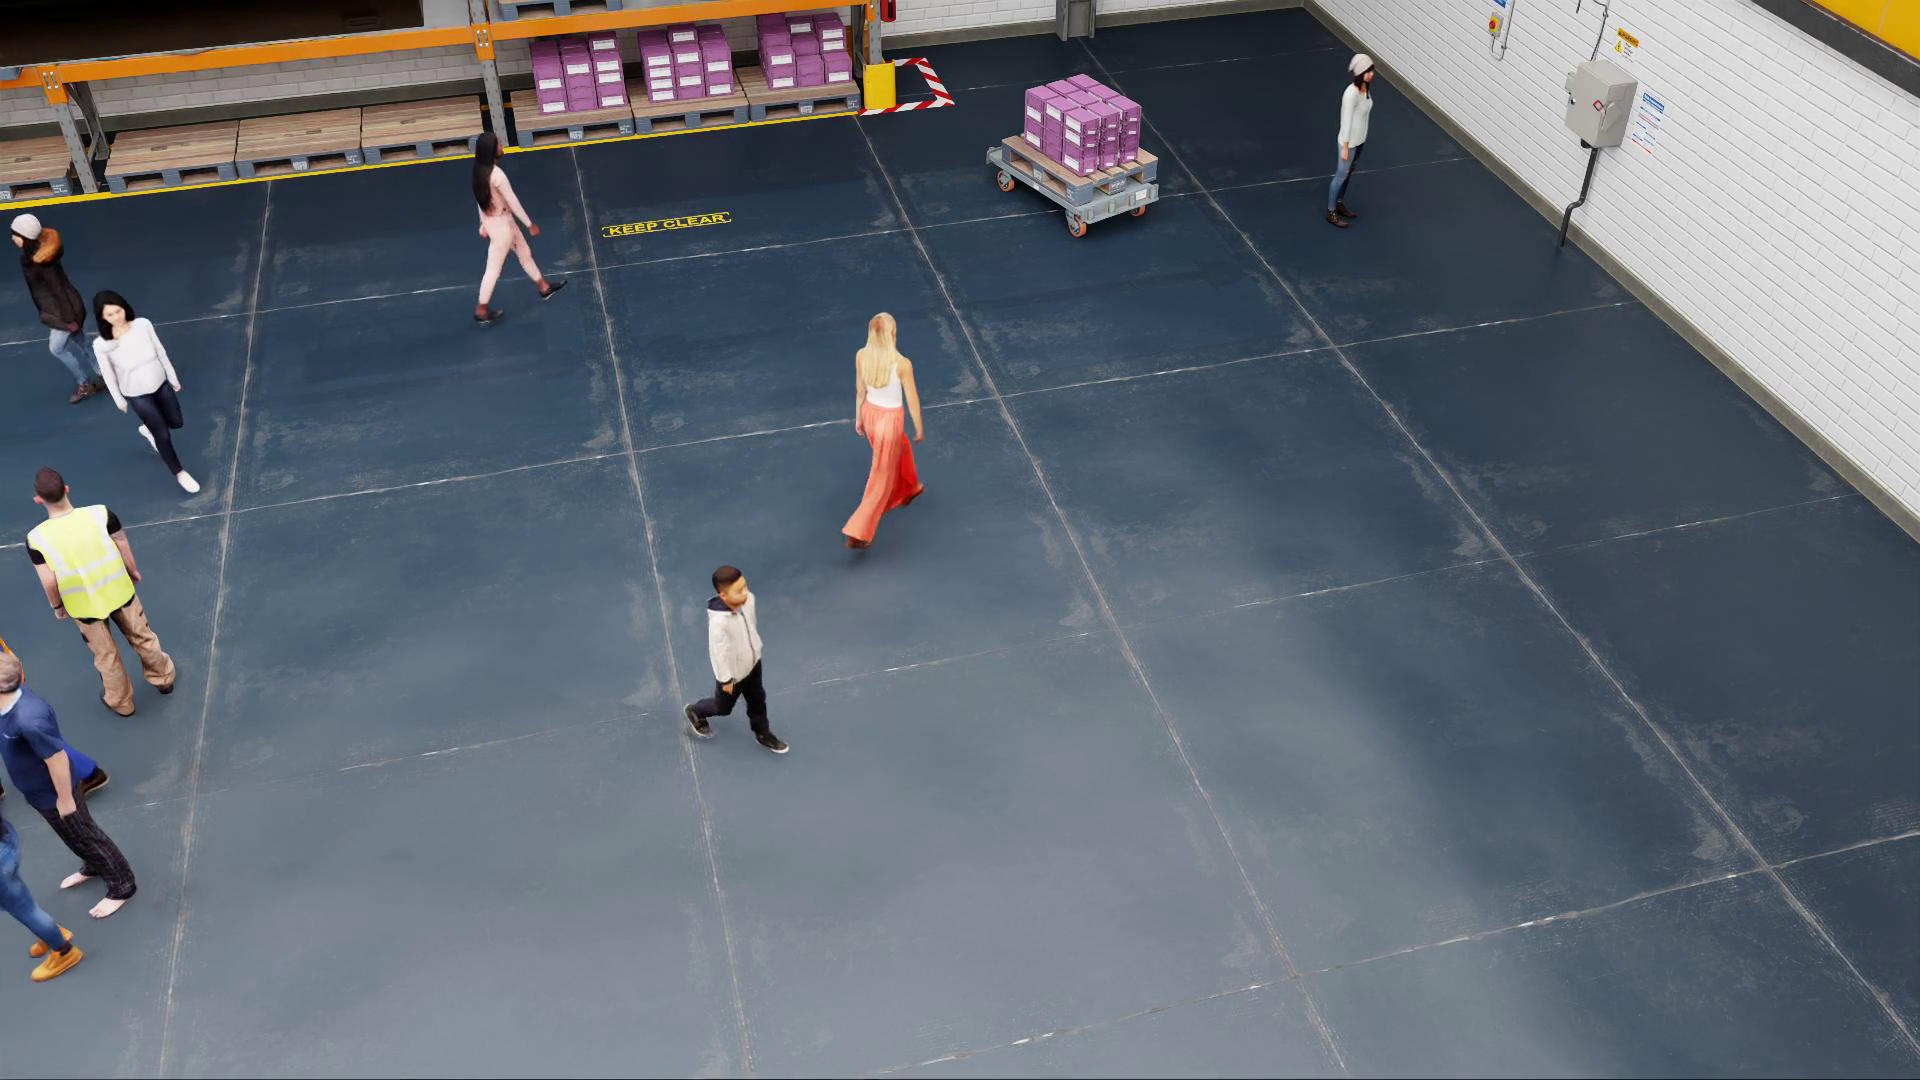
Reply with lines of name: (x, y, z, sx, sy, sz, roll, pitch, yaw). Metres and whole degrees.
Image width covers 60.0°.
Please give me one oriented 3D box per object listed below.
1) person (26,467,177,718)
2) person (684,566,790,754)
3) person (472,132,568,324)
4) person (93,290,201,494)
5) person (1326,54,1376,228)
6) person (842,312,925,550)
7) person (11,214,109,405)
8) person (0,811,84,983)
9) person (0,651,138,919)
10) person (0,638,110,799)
person: (-5.351, 0.320, 10.314, 0.814, 1.846, 0.895, -30, 47, -32)
person: (-1.426, 0.726, 10.134, 1.000, 1.436, 0.915, 17, 42, 20)
person: (-3.968, -2.583, 14.088, 1.202, 1.671, 0.857, -23, 44, -26)
person: (-6.045, -1.132, 12.268, 0.997, 1.676, 0.973, 25, 45, 27)
person: (3.672, -3.759, 15.583, 0.699, 1.644, 0.631, 21, 43, 24)
person: (-0.584, -0.729, 11.697, 1.180, 1.759, 1.281, 23, 44, 26)
person: (-7.062, -1.862, 13.226, 0.722, 1.622, 0.722, -23, 44, -26)
person: (-4.985, 1.654, 8.760, 0.650, 1.701, 0.746, -17, 42, -20)
person: (-4.958, 1.309, 9.055, 0.736, 1.870, 0.744, 28, 46, 30)
person: (-5.523, 0.875, 9.643, 1.079, 1.814, 1.153, 28, 47, 31)
